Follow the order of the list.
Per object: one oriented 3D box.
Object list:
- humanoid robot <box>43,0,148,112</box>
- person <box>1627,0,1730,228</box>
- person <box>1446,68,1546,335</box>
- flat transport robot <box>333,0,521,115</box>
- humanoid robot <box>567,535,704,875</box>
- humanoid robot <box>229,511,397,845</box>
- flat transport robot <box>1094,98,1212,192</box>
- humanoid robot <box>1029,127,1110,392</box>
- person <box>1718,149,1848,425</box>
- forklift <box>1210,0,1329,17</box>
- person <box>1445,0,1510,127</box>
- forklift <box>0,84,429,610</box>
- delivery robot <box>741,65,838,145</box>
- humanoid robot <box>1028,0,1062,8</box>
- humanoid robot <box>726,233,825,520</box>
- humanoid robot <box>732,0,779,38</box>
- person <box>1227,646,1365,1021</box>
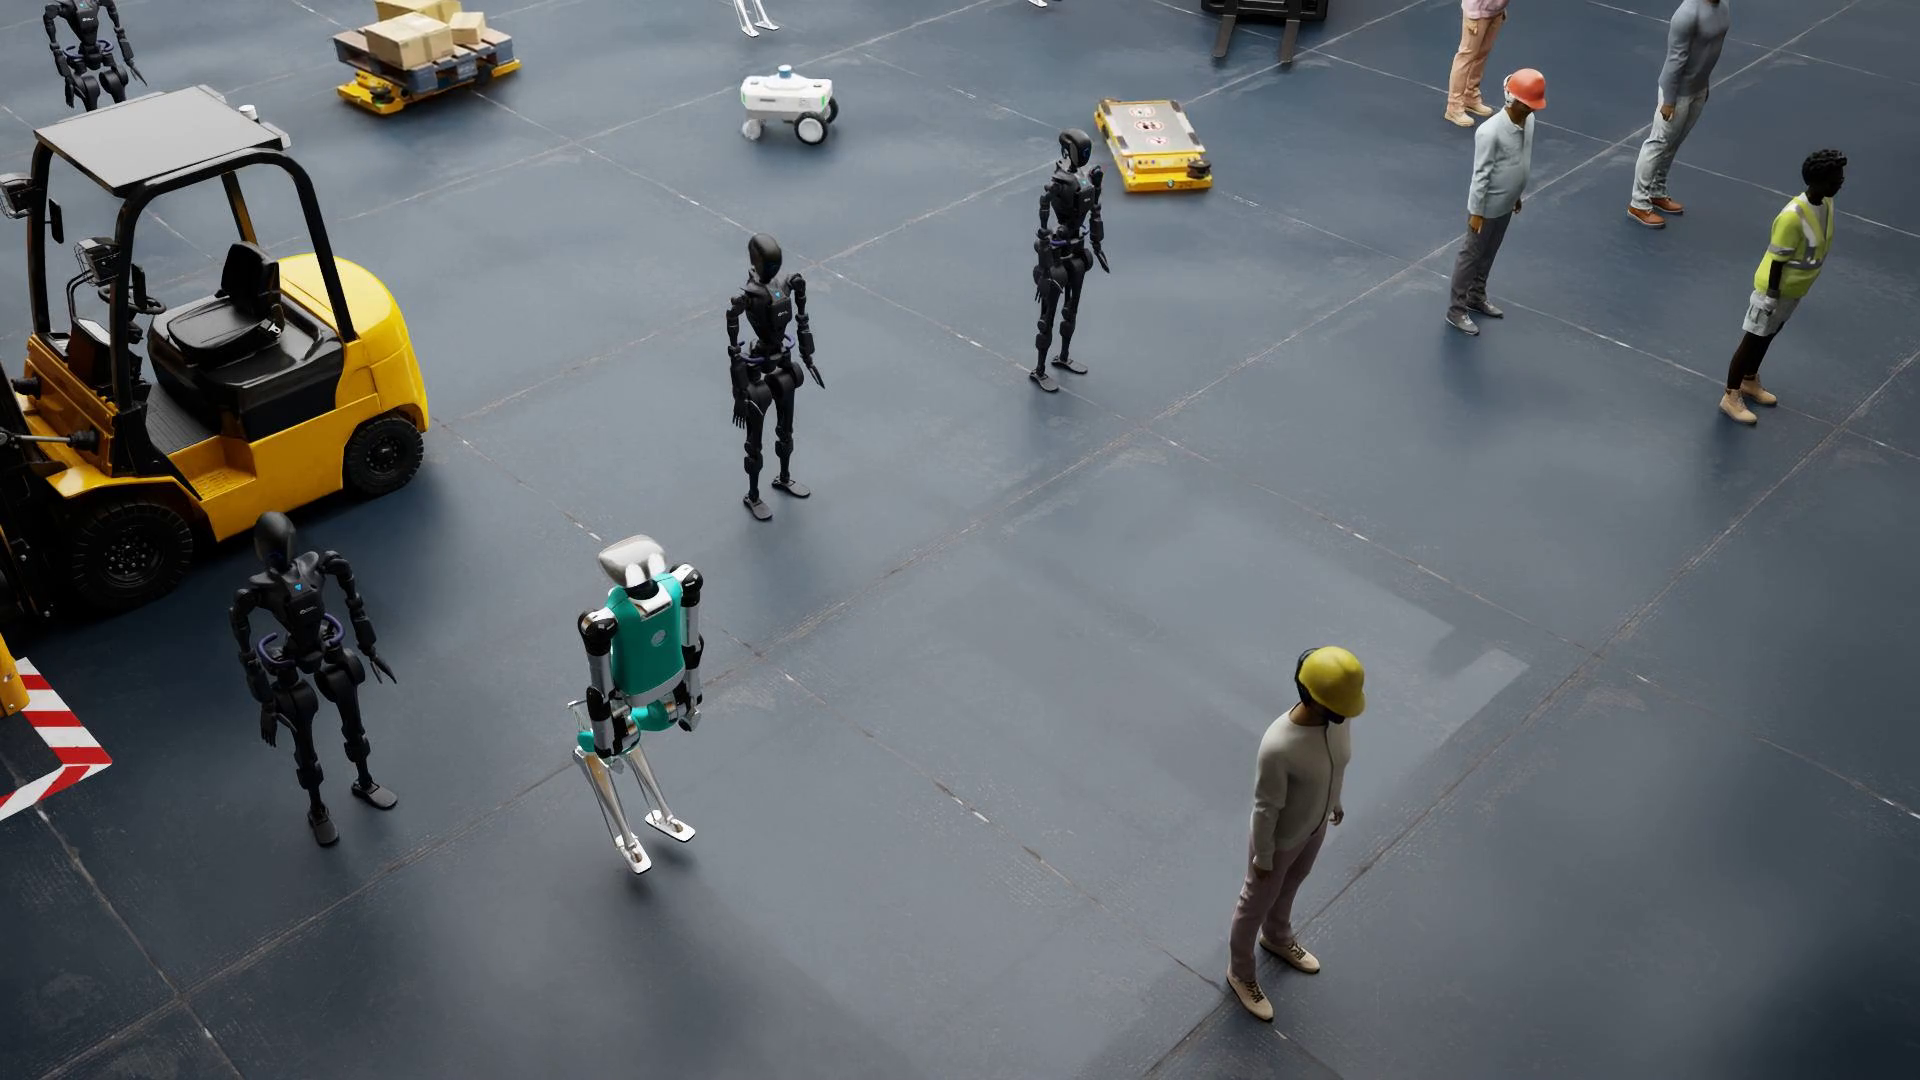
[{"bbox_3d":[-6.502,-3.542,12.553,0.599,1.653,0.315,-31,47,-34],"label":"humanoid robot"},{"bbox_3d":[5.196,-3.217,11.909,0.626,1.940,0.372,-30,46,-34],"label":"person"},{"bbox_3d":[3.462,-2.183,10.686,0.562,1.742,0.336,-30,46,-34],"label":"person"},{"bbox_3d":[-4.604,-4.056,14.426,0.659,0.231,1.431,27,45,32],"label":"flat transport robot"},{"bbox_3d":[-1.392,0.612,6.839,0.533,1.677,0.735,-31,47,-34],"label":"humanoid robot"},{"bbox_3d":[-2.728,0.564,7.057,0.599,1.653,0.315,-31,47,-34],"label":"humanoid robot"},{"bbox_3d":[1.521,-3.161,13.228,0.659,0.231,1.431,-4,37,-6],"label":"flat transport robot"},{"bbox_3d":[0.658,-1.720,10.111,0.599,1.657,0.315,-31,47,-34],"label":"humanoid robot"},{"bbox_3d":[4.869,-1.502,9.813,0.532,1.697,0.320,-30,46,-34],"label":"person"},{"bbox_3d":[3.106,-6.400,15.960,1.214,2.155,2.313,8,37,10],"label":"forklift"},{"bbox_3d":[4.239,-4.280,13.459,0.525,1.784,0.404,-30,46,-34],"label":"person"},{"bbox_3d":[-4.145,-1.093,8.856,2.313,2.155,1.214,-31,47,-34],"label":"forklift"},{"bbox_3d":[-1.394,-3.558,13.500,0.753,0.569,0.499,4,37,6],"label":"delivery robot"},{"bbox_3d":[0.763,-5.878,15.531,0.533,1.672,0.735,-31,47,-34],"label":"humanoid robot"},{"bbox_3d":[-1.018,-0.901,9.018,0.599,1.653,0.315,-31,47,-34],"label":"humanoid robot"},{"bbox_3d":[-1.902,-5.401,14.893,0.533,1.672,0.735,-31,47,-34],"label":"humanoid robot"},{"bbox_3d":[1.284,1.088,6.297,0.523,1.759,0.324,-30,46,-34],"label":"person"}]
